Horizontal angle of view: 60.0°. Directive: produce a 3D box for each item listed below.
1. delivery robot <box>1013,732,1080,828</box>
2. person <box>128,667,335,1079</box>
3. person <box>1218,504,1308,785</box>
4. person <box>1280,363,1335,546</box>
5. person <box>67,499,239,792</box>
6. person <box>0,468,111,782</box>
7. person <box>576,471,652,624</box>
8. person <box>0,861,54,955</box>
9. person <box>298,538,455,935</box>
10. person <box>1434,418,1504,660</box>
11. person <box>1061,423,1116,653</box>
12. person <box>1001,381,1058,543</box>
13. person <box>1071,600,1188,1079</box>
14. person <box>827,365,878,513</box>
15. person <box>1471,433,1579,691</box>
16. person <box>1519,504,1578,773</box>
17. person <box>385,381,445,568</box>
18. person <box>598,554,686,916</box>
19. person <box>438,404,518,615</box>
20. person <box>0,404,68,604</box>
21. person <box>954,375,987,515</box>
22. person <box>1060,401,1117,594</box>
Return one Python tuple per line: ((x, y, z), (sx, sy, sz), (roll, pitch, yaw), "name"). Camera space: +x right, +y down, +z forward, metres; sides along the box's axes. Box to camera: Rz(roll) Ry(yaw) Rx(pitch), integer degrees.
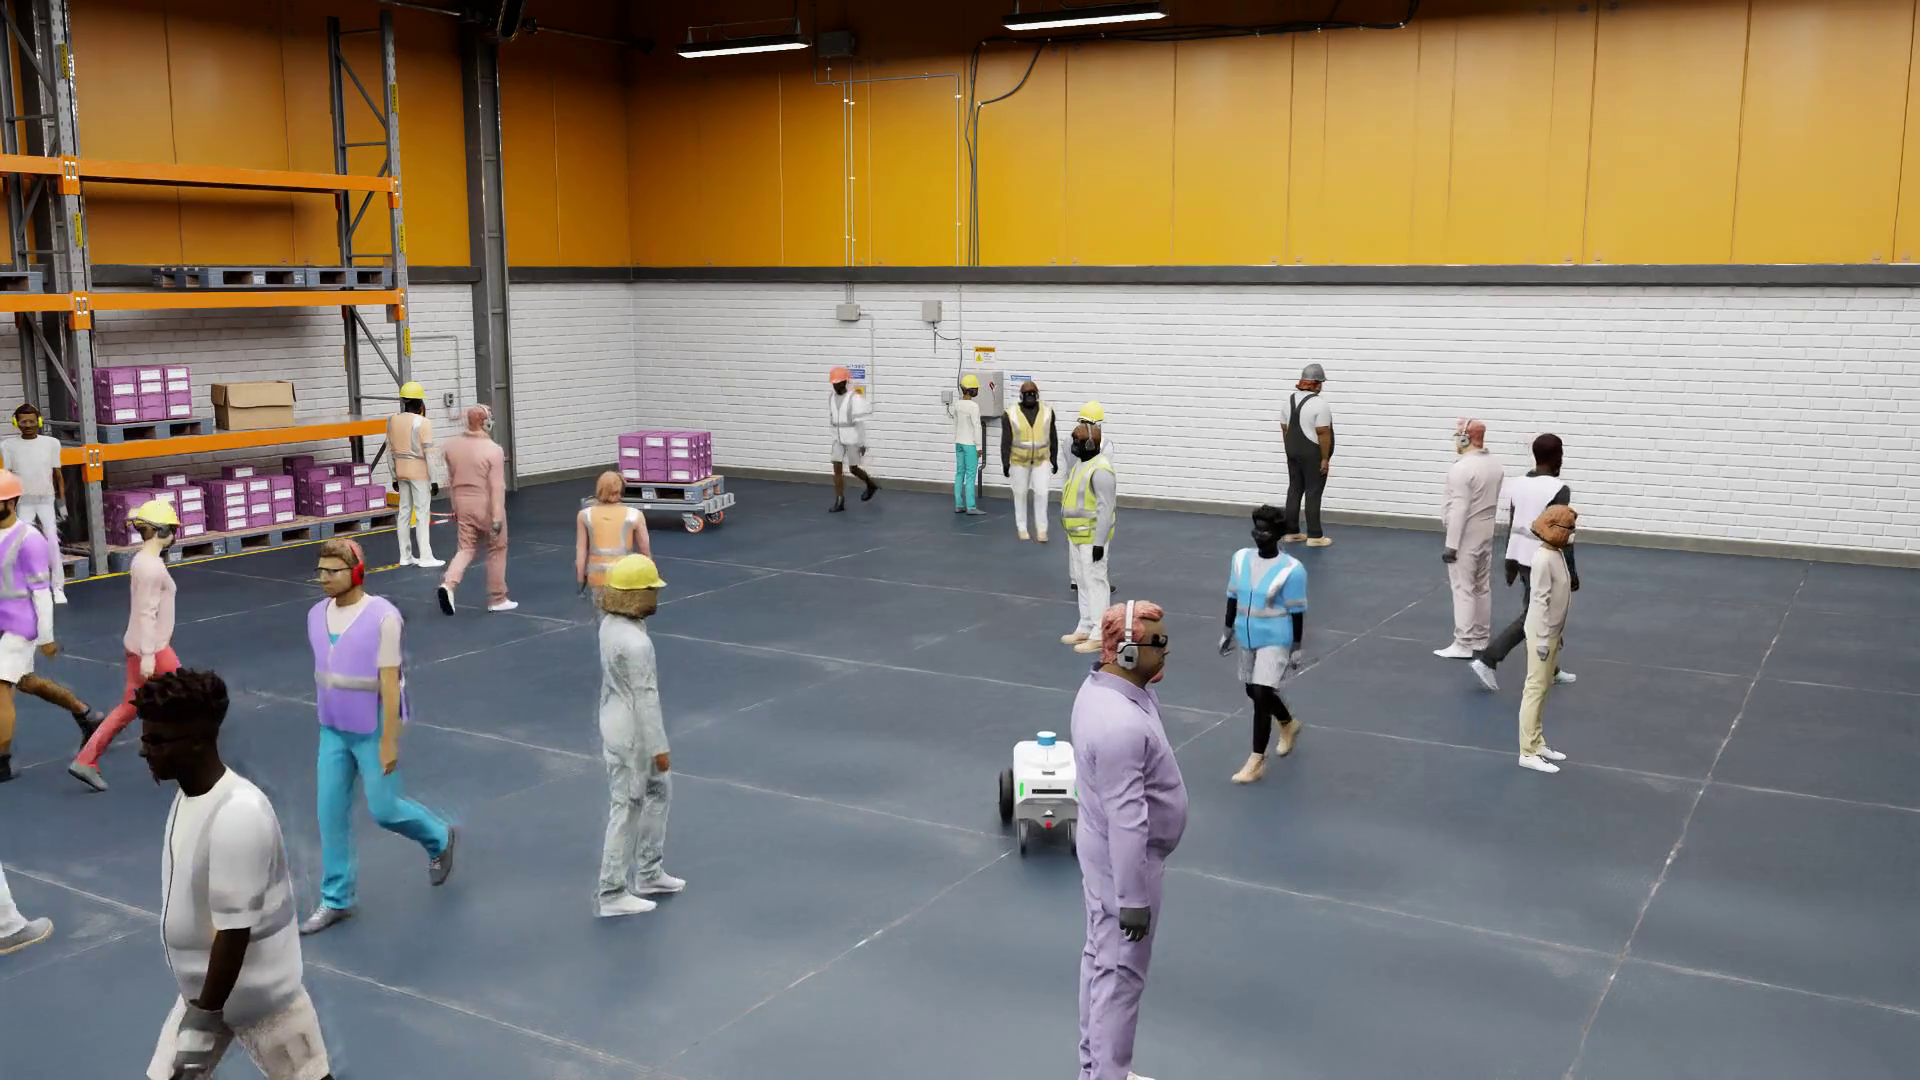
((0.465, 1.279, 8.971), (0.477, 0.478, 0.707), (0, 9, 0), "delivery robot")
((-2.180, 1.307, 4.932), (1.056, 1.904, 0.607), (-9, 13, -44), "person")
((1.891, 0.591, 10.078), (0.780, 1.670, 0.535), (-8, 12, -40), "person")
((3.936, -0.964, 18.636), (0.535, 2.000, 0.684), (-5, 10, -29), "person")
((-4.817, 0.623, 9.754), (0.868, 1.722, 0.535), (-5, 11, -30), "person")
((-5.614, 0.488, 10.030), (0.551, 1.904, 0.904), (6, 11, 35), "person")
((-2.532, 0.292, 12.209), (0.535, 1.589, 0.878), (1, 9, 4), "person")
((-4.464, 0.993, 7.084), (0.594, 1.845, 0.985), (4, 10, 26), "person")
((-2.792, 0.877, 7.829), (0.574, 1.826, 0.778), (4, 10, 25), "person")
((4.001, -0.015, 13.140), (0.403, 1.904, 0.651), (9, 13, 44), "person")
((1.024, -0.020, 13.368), (0.429, 1.841, 0.633), (-2, 9, -13), "person")
((0.793, -0.868, 18.718), (0.666, 1.821, 0.799), (-1, 9, -7), "person")
((0.597, 1.148, 5.870), (0.408, 1.906, 0.654), (0, 9, -2), "person")
((-1.381, -1.310, 21.325), (0.556, 1.890, 0.830), (6, 11, 32), "person")
((4.143, 0.161, 12.090), (0.903, 1.889, 0.592), (-2, 9, -12), "person")
((3.611, 0.589, 10.213), (0.284, 1.632, 0.498), (5, 10, 28), "person")
((-5.622, -0.669, 17.151), (0.594, 1.925, 0.370), (4, 10, 24), "person")
((-1.481, 0.916, 7.884), (0.602, 1.722, 0.502), (-4, 10, -25), "person")
((-4.290, -0.254, 14.691), (0.637, 1.888, 0.775), (4, 10, 22), "person")
((-8.452, -0.321, 15.201), (0.515, 1.860, 0.317), (-5, 10, -28), "person")
((0.116, -1.192, 20.921), (0.313, 1.768, 0.527), (-6, 11, -34), "person")
((1.237, -0.392, 15.708), (0.587, 1.835, 0.403), (7, 11, 36), "person")
